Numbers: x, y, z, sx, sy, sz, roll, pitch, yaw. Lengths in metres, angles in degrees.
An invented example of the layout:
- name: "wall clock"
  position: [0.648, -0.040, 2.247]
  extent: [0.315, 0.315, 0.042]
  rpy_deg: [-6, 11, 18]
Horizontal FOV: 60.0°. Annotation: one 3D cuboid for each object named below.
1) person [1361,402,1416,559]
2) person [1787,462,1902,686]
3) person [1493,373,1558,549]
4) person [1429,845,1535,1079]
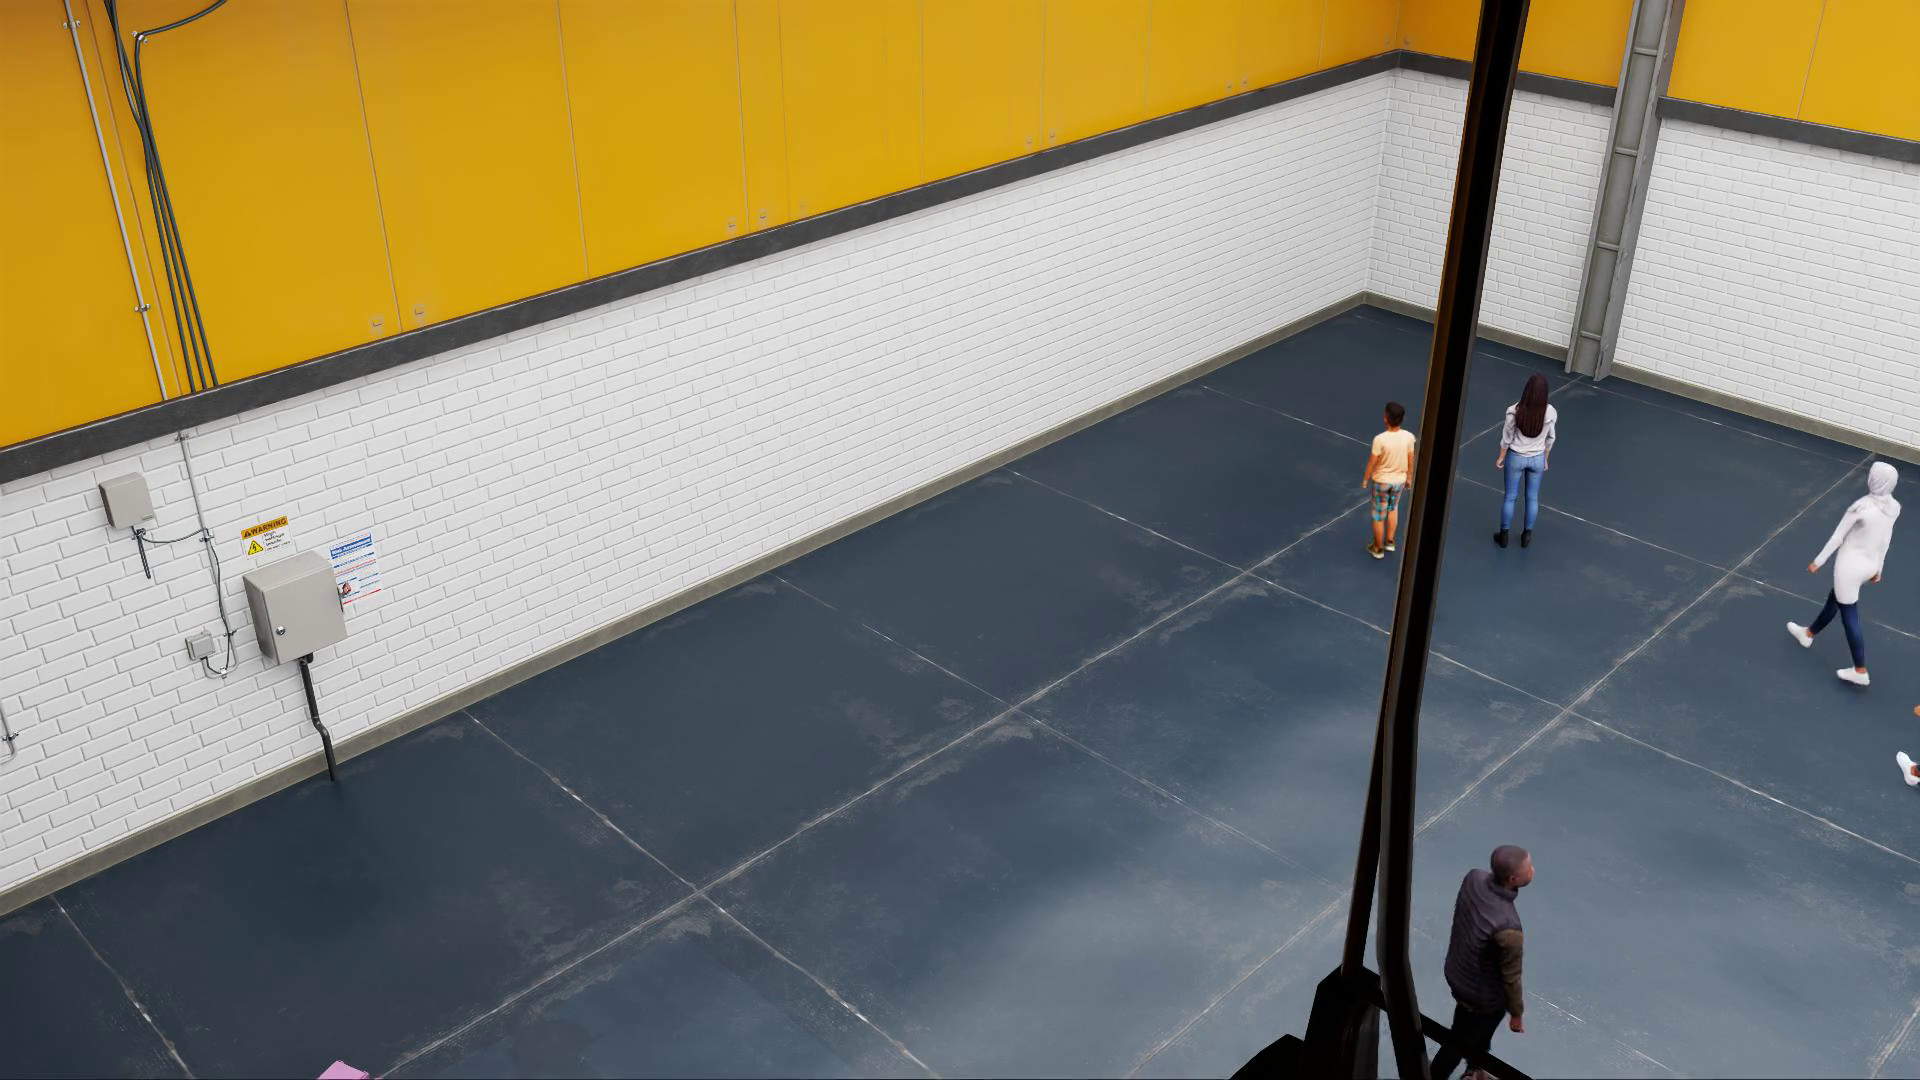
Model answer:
- name: "person"
  position: [3.744, -0.487, 14.424]
  extent: [0.648, 1.455, 0.686]
  rpy_deg: [-4, 29, -8]
- name: "person"
  position: [6.887, 0.288, 12.710]
  extent: [0.966, 1.737, 1.223]
  rpy_deg: [-9, 30, -16]
- name: "person"
  position: [4.974, -0.695, 14.620]
  extent: [0.656, 1.633, 0.733]
  rpy_deg: [2, 29, 4]
- name: "person"
  position: [2.665, 2.352, 8.840]
  extent: [1.001, 1.818, 0.938]
  rpy_deg: [-1, 29, -3]
